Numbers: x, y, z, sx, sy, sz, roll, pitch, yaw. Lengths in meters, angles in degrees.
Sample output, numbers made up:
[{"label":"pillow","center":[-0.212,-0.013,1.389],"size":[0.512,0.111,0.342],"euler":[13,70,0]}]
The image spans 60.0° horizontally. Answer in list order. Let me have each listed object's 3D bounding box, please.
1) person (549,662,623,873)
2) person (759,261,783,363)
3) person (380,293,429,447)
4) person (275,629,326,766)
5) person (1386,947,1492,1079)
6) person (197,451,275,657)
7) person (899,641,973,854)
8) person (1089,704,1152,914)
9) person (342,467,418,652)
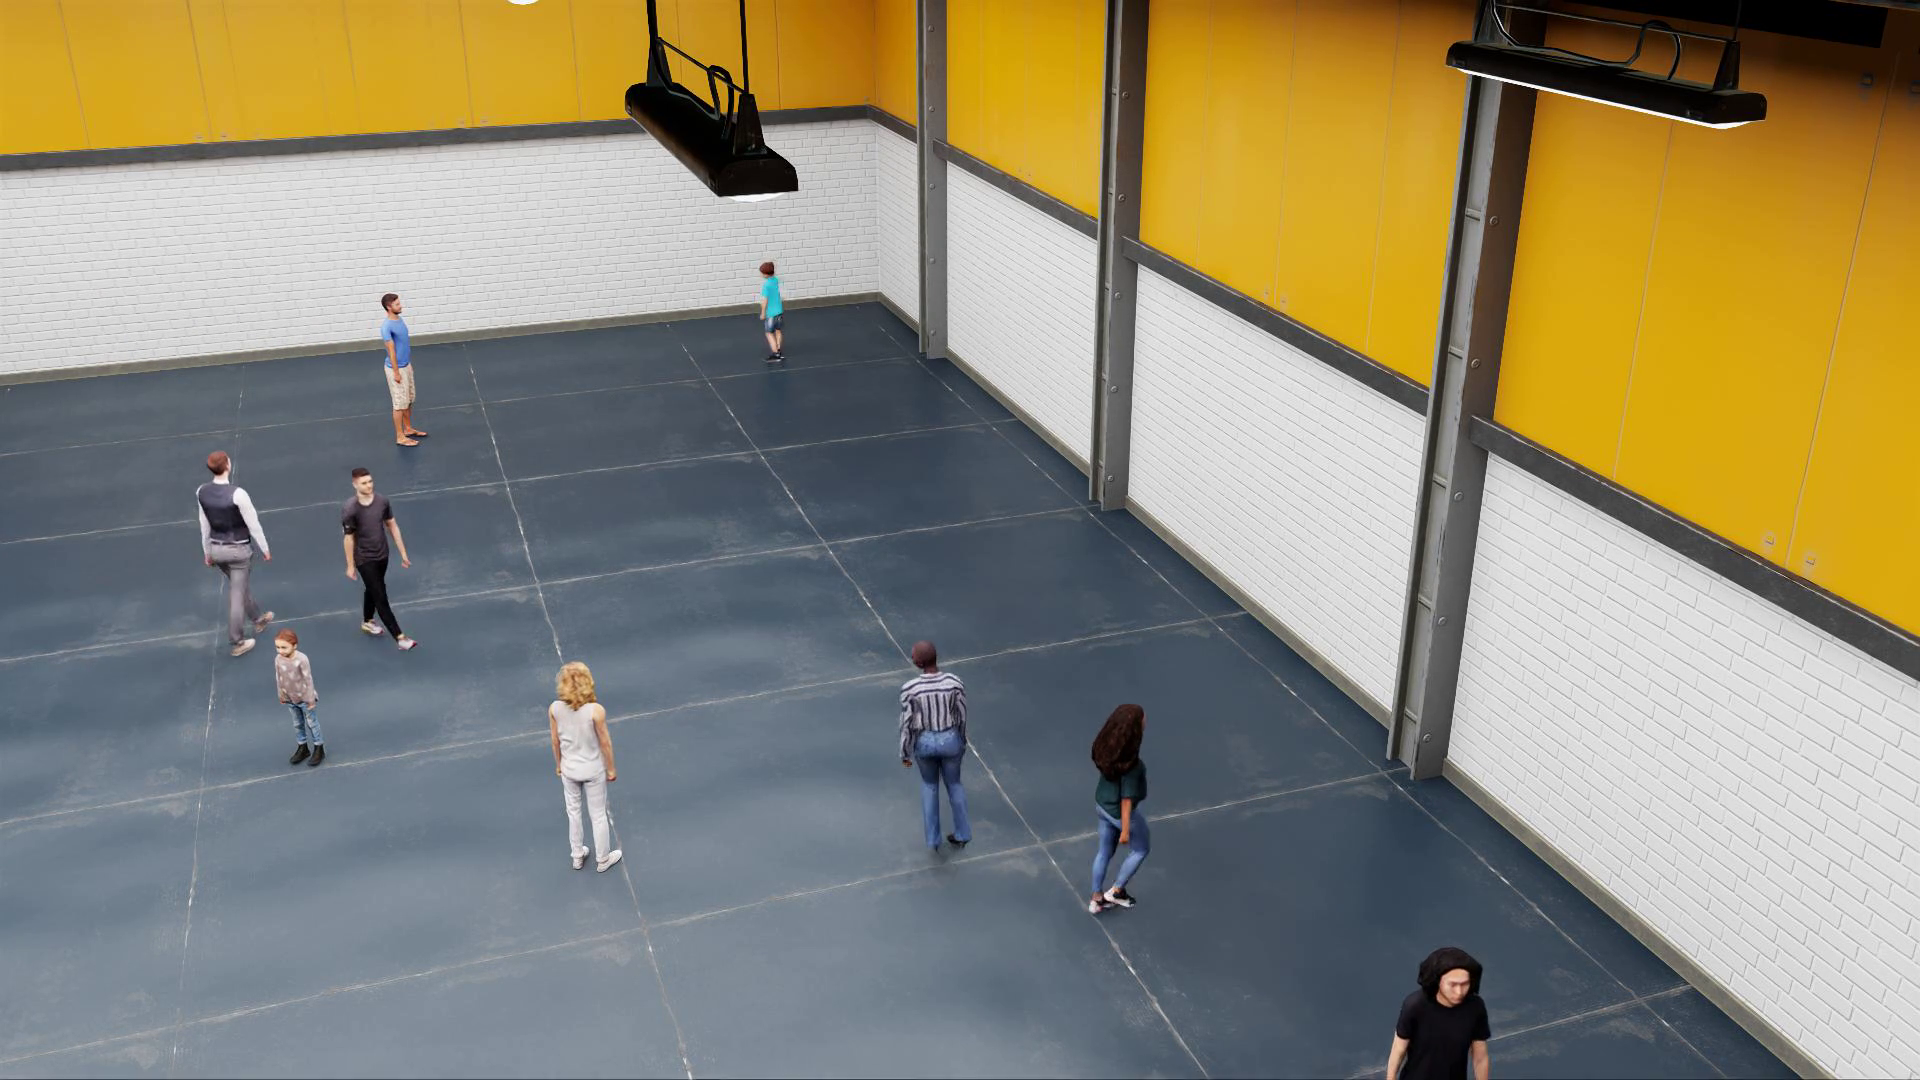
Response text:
[{"label":"person","center":[-2.725,1.628,11.987],"size":[0.687,1.670,0.701],"euler":[4,24,10]},{"label":"person","center":[-2.628,-3.249,23.441],"size":[0.748,1.433,0.690],"euler":[19,30,37]},{"label":"person","center":[-6.846,-2.104,20.285],"size":[0.779,1.864,0.634],"euler":[1,24,2]},{"label":"person","center":[-5.338,1.250,13.447],"size":[0.546,1.195,0.582],"euler":[4,24,10]},{"label":"person","center":[2.522,2.885,8.960],"size":[0.832,1.792,1.191],"euler":[-3,24,-7]},{"label":"person","center":[-6.653,0.148,15.065],"size":[1.002,1.918,1.115],"euler":[6,24,14]},{"label":"person","center":[-0.175,1.569,12.020],"size":[0.727,1.753,0.631],"euler":[0,24,0]},{"label":"person","center":[1.033,1.892,11.469],"size":[0.696,1.601,0.598],"euler":[-13,27,-28]},{"label":"person","center":[-5.441,0.160,15.295],"size":[1.239,1.711,1.065],"euler":[16,29,33]}]
